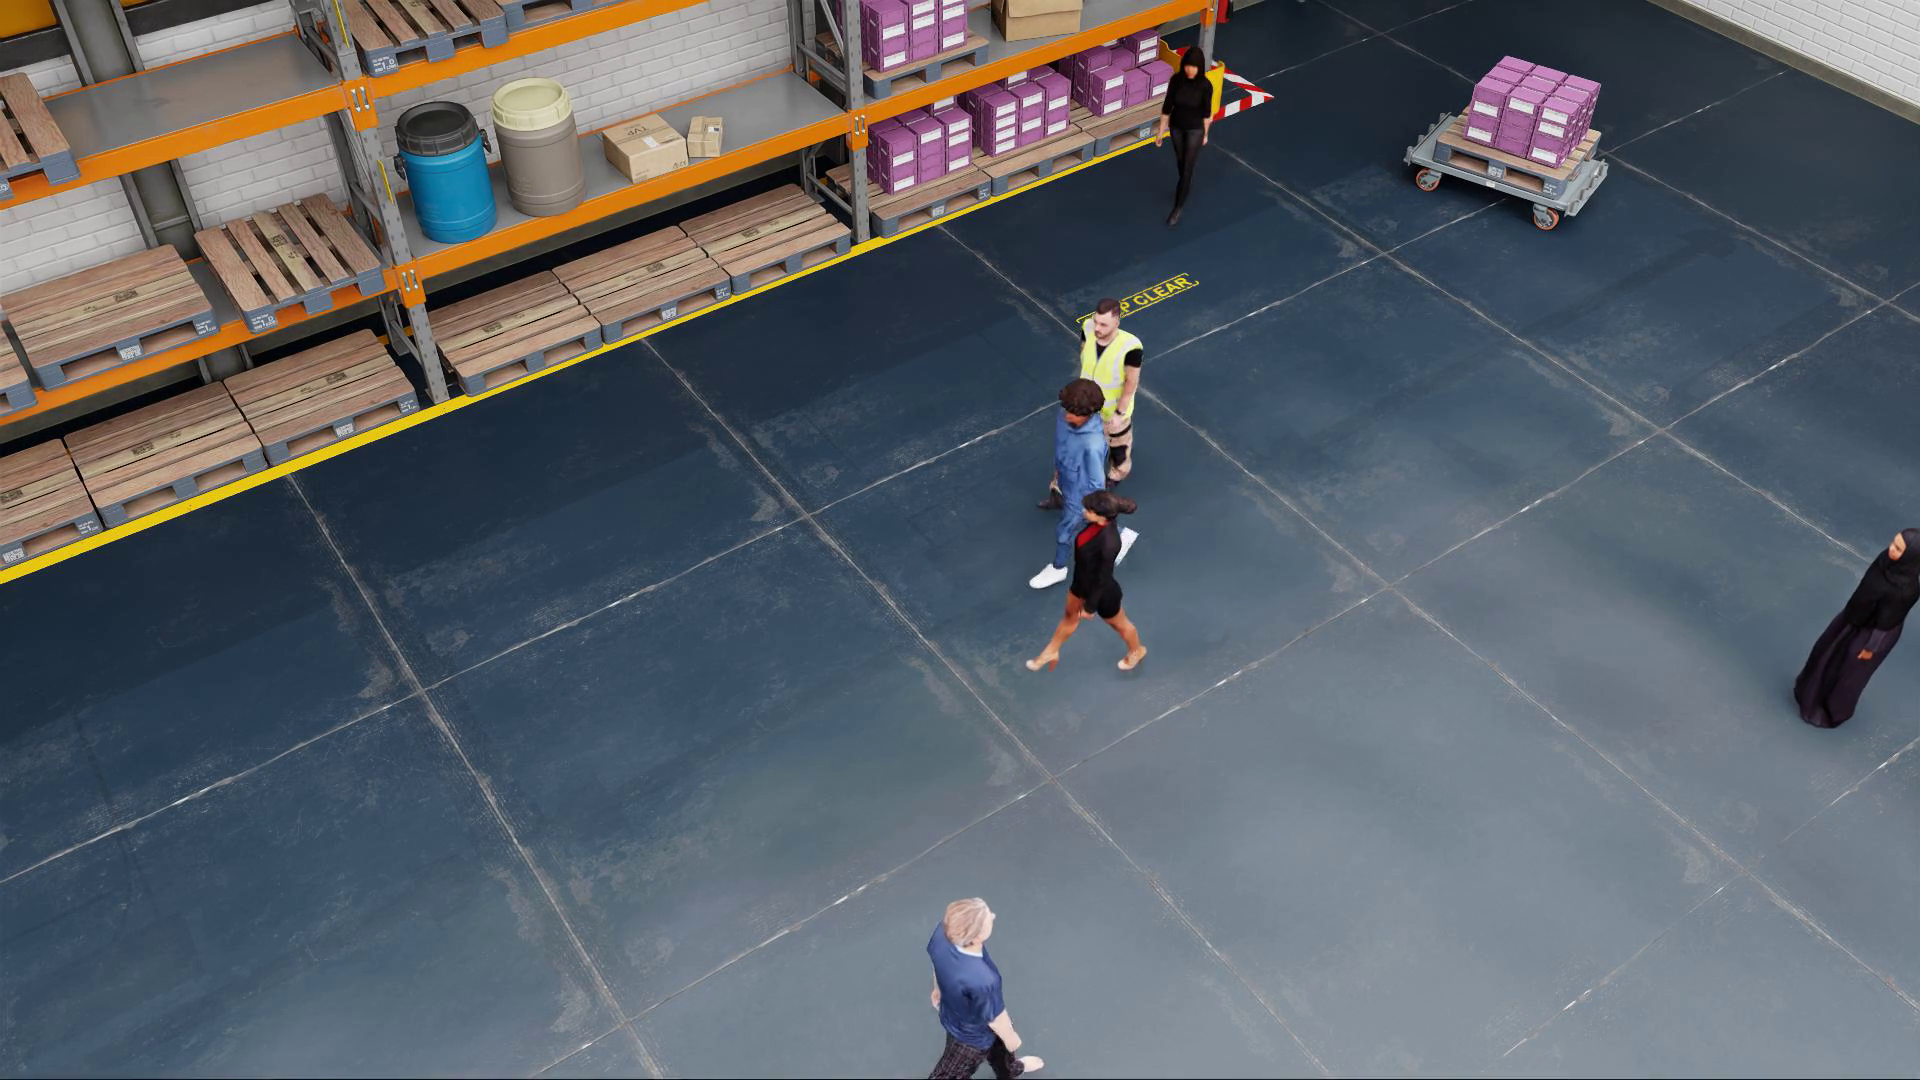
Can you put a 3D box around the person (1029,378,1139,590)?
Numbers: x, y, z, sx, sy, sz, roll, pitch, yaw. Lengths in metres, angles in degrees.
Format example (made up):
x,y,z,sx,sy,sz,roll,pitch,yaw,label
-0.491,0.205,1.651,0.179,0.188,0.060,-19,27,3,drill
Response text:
x,y,z,sx,sy,sz,roll,pitch,yaw,label
0.891,-0.393,11.269,1.122,1.771,0.853,-13,45,-14,person

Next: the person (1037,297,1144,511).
x,y,z,sx,sy,sz,roll,pitch,yaw,label
1.093,-1.030,11.913,0.916,1.806,1.193,28,50,26,person

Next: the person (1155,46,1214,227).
x,y,z,sx,sy,sz,roll,pitch,yaw,label
2.052,-3.699,14.859,0.844,1.606,1.045,20,47,20,person

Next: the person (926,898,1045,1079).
x,y,z,sx,sy,sz,roll,pitch,yaw,label
-0.034,2.438,8.258,1.263,1.826,0.845,-16,46,-16,person

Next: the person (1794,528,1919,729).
x,y,z,sx,sy,sz,roll,pitch,yaw,label
5.705,0.529,10.418,0.783,1.611,0.722,7,44,8,person

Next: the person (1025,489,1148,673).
x,y,z,sx,sy,sz,roll,pitch,yaw,label
0.960,0.326,10.646,1.111,1.589,0.883,-6,44,-6,person
